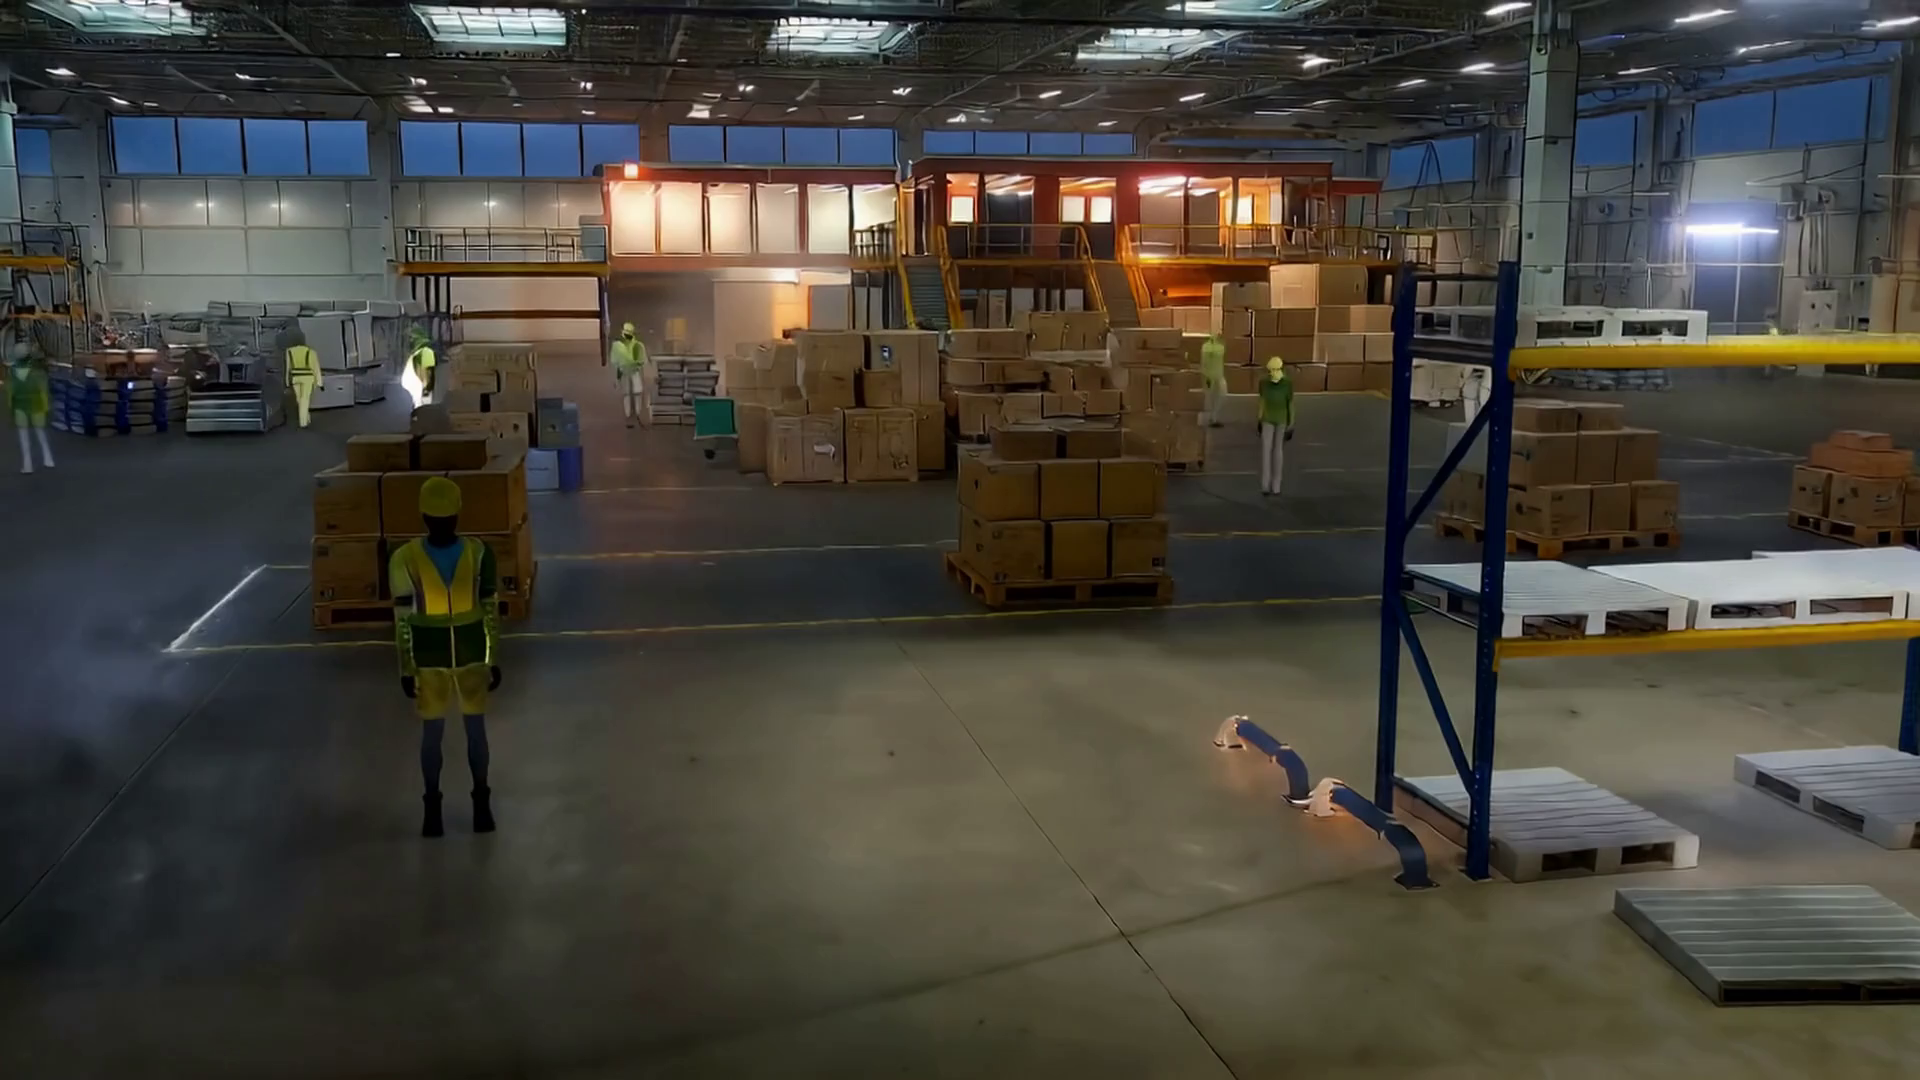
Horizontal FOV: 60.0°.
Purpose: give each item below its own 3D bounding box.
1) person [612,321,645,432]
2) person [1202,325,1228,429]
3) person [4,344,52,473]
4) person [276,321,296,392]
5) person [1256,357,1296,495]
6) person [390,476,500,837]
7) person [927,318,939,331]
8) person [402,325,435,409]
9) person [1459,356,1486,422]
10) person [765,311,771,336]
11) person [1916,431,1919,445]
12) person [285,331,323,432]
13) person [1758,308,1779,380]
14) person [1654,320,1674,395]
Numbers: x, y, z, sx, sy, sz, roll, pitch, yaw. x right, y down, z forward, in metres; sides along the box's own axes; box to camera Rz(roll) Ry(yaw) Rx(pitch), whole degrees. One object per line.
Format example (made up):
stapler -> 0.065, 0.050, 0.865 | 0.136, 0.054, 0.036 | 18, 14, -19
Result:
person -> -6.036, -2.974, 30.398 | 0.619, 2.012, 0.861 | -3, 10, -15
person -> 4.736, -3.020, 30.924 | 0.430, 1.928, 0.660 | 8, 12, 40
person -> -13.765, -1.969, 24.621 | 0.568, 1.900, 0.860 | -2, 10, -12
person -> -16.144, -4.399, 39.968 | 0.569, 1.701, 0.853 | 0, 9, 3
person -> 4.147, -1.484, 21.884 | 0.540, 1.815, 1.003 | 3, 10, 16
person -> -2.694, 0.618, 8.772 | 0.539, 1.929, 0.394 | -4, 10, -22
person -> -0.671, -3.995, 36.992 | 0.975, 1.886, 0.596 | 7, 12, 37
person -> -9.144, -2.612, 28.099 | 0.537, 2.000, 0.682 | -6, 11, -31
person -> 9.442, -2.945, 30.755 | 0.429, 1.838, 0.621 | 9, 13, 43
person -> -7.119, -8.014, 61.478 | 0.554, 1.887, 0.645 | 7, 11, 35
person -> 16.389, -2.371, 27.773 | 0.541, 1.650, 0.778 | -6, 11, -33
person -> -12.058, -2.918, 30.607 | 0.609, 1.825, 1.012 | 0, 9, 0
person -> 21.468, -5.178, 44.095 | 0.547, 1.924, 0.515 | -9, 13, -43
person -> 16.579, -4.396, 39.138 | 0.391, 1.987, 0.608 | 4, 10, 24
